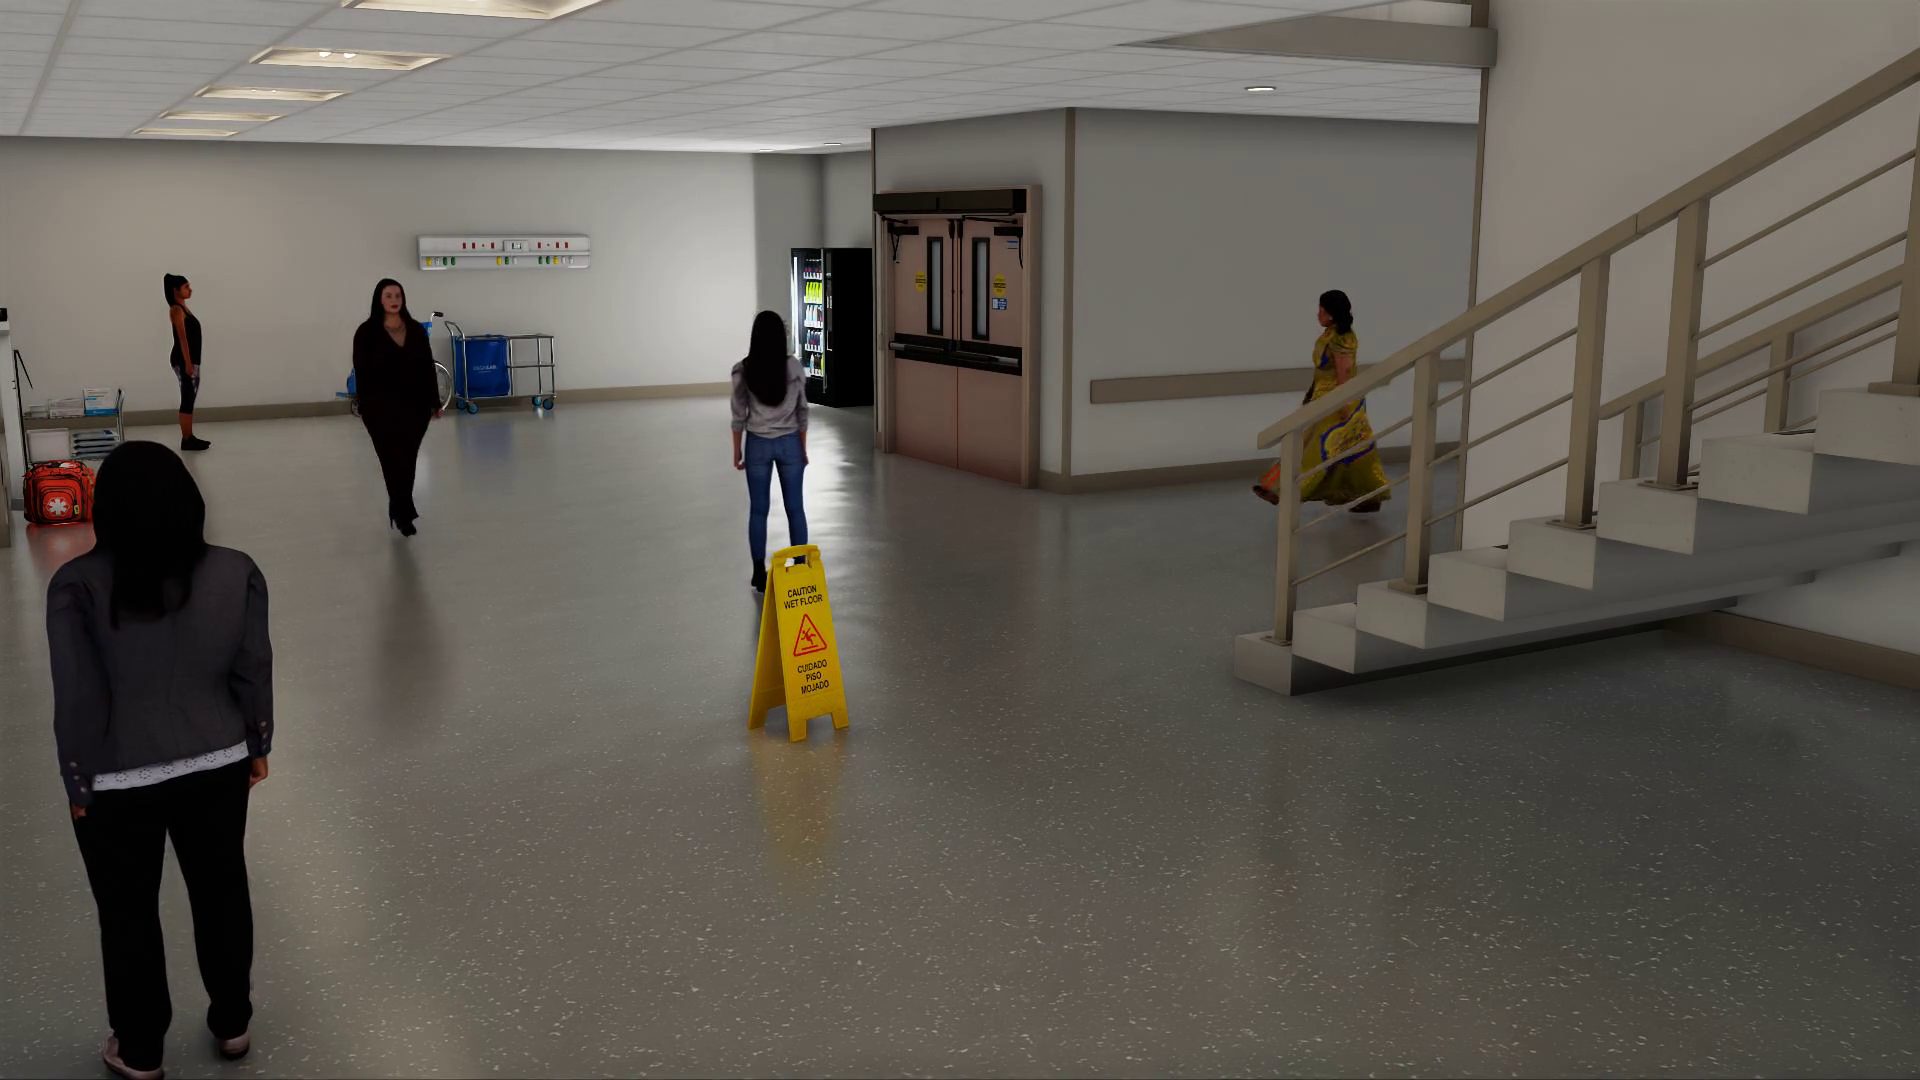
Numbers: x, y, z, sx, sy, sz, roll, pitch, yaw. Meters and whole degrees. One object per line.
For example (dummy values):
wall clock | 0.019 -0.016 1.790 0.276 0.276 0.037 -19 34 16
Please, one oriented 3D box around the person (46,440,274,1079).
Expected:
person | -1.979 0.548 4.127 0.729 1.598 0.728 -10 15 -42

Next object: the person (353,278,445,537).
person | -3.895 -0.894 11.372 0.793 1.730 0.952 -10 15 -44

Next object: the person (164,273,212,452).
person | -7.348 -1.697 15.783 0.678 1.662 0.494 -4 11 -20

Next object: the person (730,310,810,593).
person | -1.080 -0.518 9.671 0.658 1.625 0.606 -2 11 -13

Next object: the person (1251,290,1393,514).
person | 2.829 -0.964 12.056 1.354 1.611 1.313 2 11 11
